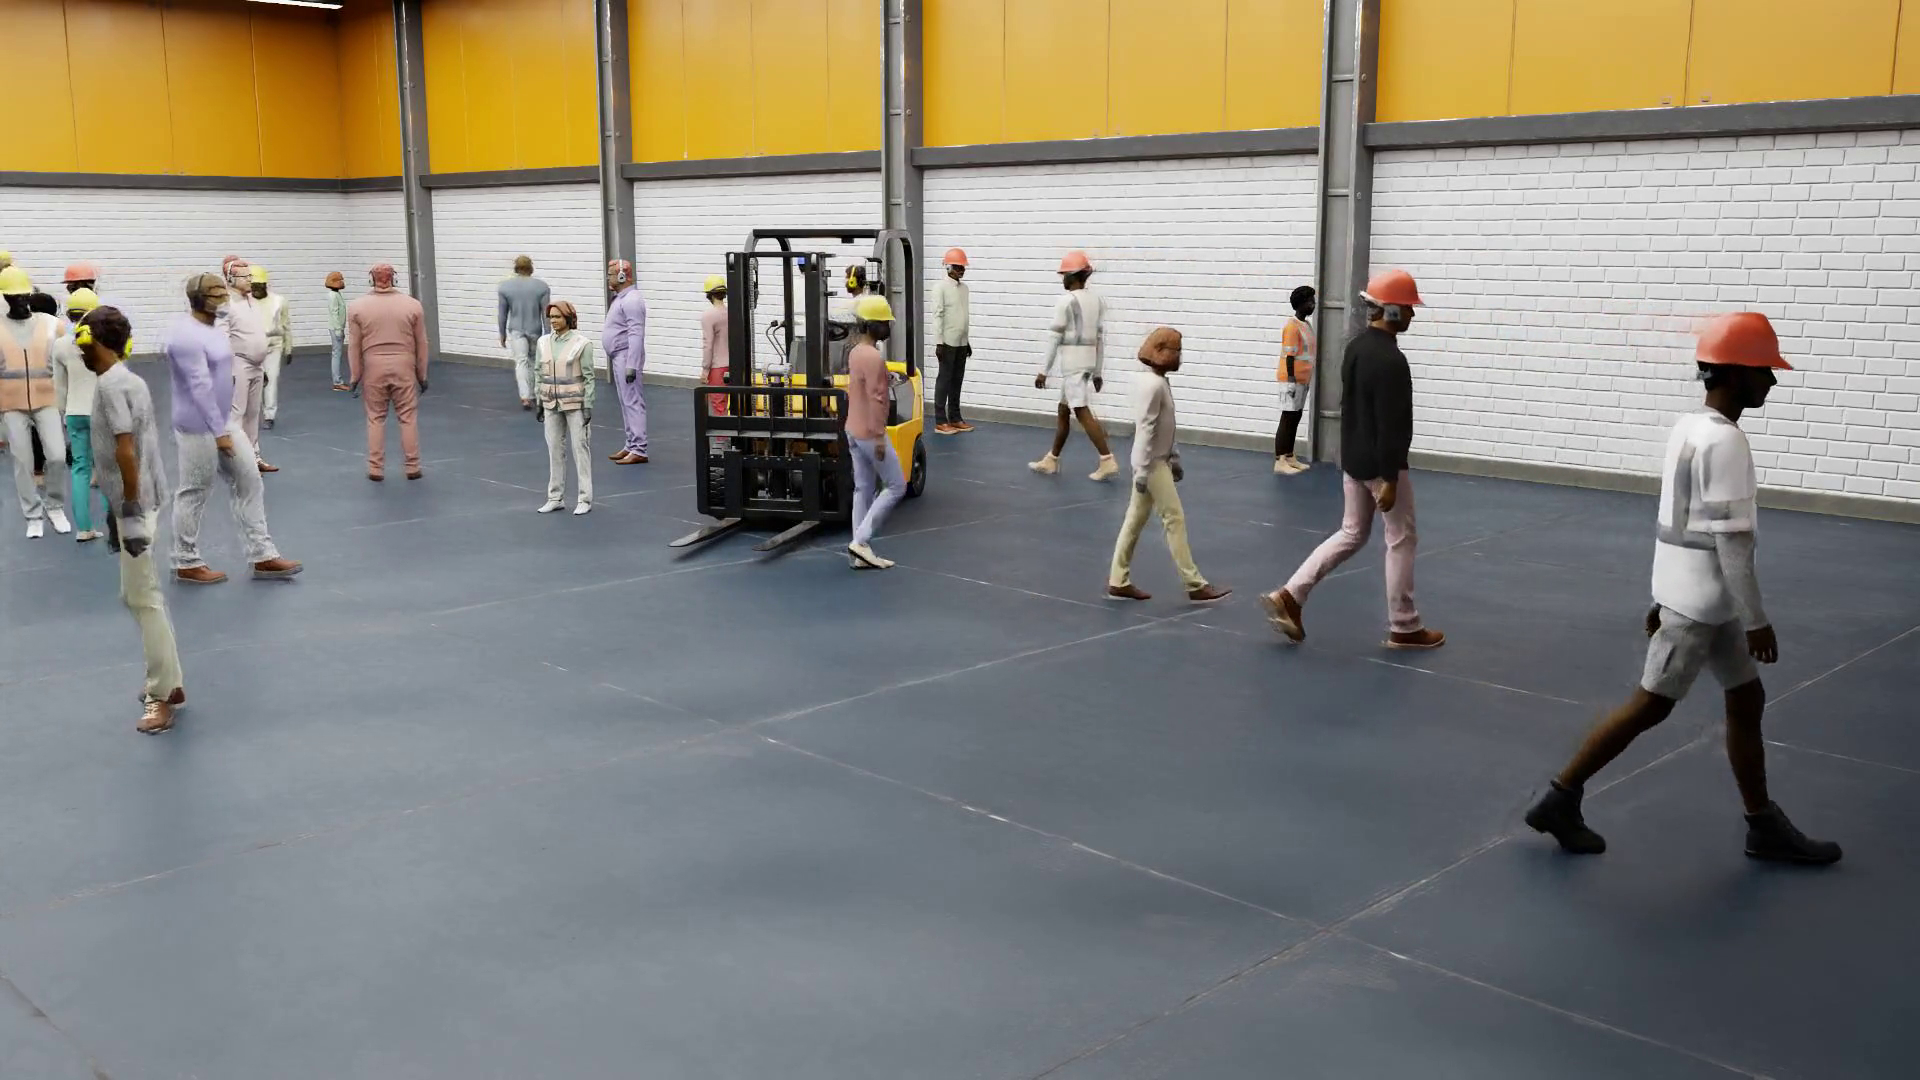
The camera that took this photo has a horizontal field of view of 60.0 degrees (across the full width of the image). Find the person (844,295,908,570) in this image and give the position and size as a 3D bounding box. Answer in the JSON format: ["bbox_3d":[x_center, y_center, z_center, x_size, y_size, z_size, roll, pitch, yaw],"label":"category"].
[{"bbox_3d":[-0.541,-0.667,10.539,0.364,1.753,0.545,-4,11,-19],"label":"person"}]

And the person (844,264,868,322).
[{"bbox_3d":[-0.934,-1.745,16.179,0.493,1.852,0.517,5,11,24],"label":"person"}]

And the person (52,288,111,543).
[{"bbox_3d":[-6.009,-0.856,11.553,0.533,1.772,0.296,2,11,12],"label":"person"}]

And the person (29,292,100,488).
[{"bbox_3d":[-7.597,-1.254,13.996,0.815,1.667,0.533,5,12,27],"label":"person"}]

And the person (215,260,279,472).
[{"bbox_3d":[-6.361,-1.521,14.799,0.407,1.910,0.639,1,10,6],"label":"person"}]

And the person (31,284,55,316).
[{"bbox_3d":[-10.112,-1.986,18.122,0.519,1.613,0.676,-2,11,-13],"label":"person"}]

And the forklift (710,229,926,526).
[{"bbox_3d":[-1.050,-1.319,12.920,1.214,2.155,2.313,2,11,13],"label":"forklift"}]

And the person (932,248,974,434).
[{"bbox_3d":[-0.064,-2.147,17.978,0.395,1.990,0.625,7,12,33],"label":"person"}]

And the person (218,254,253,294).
[{"bbox_3d":[-9.475,-2.801,21.824,0.647,1.892,0.480,-2,11,-13],"label":"person"}]

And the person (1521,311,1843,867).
[{"bbox_3d":[2.461,0.175,5.624,1.024,1.897,0.542,3,11,18],"label":"person"}]

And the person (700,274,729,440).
[{"bbox_3d":[-2.282,-1.628,15.777,0.329,1.765,0.526,6,12,31],"label":"person"}]

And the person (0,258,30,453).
[{"bbox_3d":[-9.277,-1.766,16.117,0.707,1.917,0.634,7,12,32],"label":"person"}]

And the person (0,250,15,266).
[{"bbox_3d":[-12.987,-2.982,22.707,0.587,1.930,0.361,4,11,22],"label":"person"}]

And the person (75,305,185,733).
[{"bbox_3d":[-3.640,-0.096,7.266,0.338,1.833,0.674,-4,11,-20],"label":"person"}]

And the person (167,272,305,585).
[{"bbox_3d":[-4.440,-0.661,10.106,0.863,1.903,0.635,0,10,2],"label":"person"}]

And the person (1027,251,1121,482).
[{"bbox_3d":[1.024,-1.510,14.532,1.040,2.000,0.631,7,13,35],"label":"person"}]

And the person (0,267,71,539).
[{"bbox_3d":[-6.560,-0.956,11.708,0.603,1.910,0.431,-6,12,-31],"label":"person"}]

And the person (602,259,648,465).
[{"bbox_3d":[-3.144,-1.663,15.578,0.402,1.906,0.652,-4,11,-19],"label":"person"}]

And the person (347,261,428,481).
[{"bbox_3d":[-4.962,-1.461,14.476,0.651,1.905,0.408,-4,11,-19],"label":"person"}]

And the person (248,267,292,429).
[{"bbox_3d":[-7.813,-2.158,18.627,0.604,1.789,0.945,-2,11,-13],"label":"person"}]

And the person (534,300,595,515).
[{"bbox_3d":[-3.027,-1.012,12.755,0.511,1.641,0.307,4,11,19],"label":"person"}]

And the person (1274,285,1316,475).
[{"bbox_3d":[3.010,-1.429,14.901,0.321,1.690,0.533,5,12,26],"label":"person"}]

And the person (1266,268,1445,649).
[{"bbox_3d":[2.069,-0.397,8.497,0.868,1.971,0.610,-2,11,-13],"label":"person"}]

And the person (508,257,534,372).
[{"bbox_3d":[-6.187,-3.169,23.989,0.617,1.828,0.661,1,10,5],"label":"person"}]

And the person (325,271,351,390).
[{"bbox_3d":[-8.590,-2.889,23.000,0.279,1.636,0.500,-3,11,-16],"label":"person"}]

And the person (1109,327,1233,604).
[{"bbox_3d":[1.231,-0.419,9.606,0.790,1.594,0.532,2,11,9],"label":"person"}]

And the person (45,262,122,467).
[{"bbox_3d":[-7.926,-1.569,15.127,1.012,1.876,0.558,-2,11,-12],"label":"person"}]

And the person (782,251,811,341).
[{"bbox_3d":[-1.850,-2.493,19.999,0.605,1.944,0.402,6,12,29],"label":"person"}]

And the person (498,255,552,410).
[{"bbox_3d":[-5.363,-2.562,20.540,0.641,1.891,1.047,-3,11,-15],"label":"person"}]
